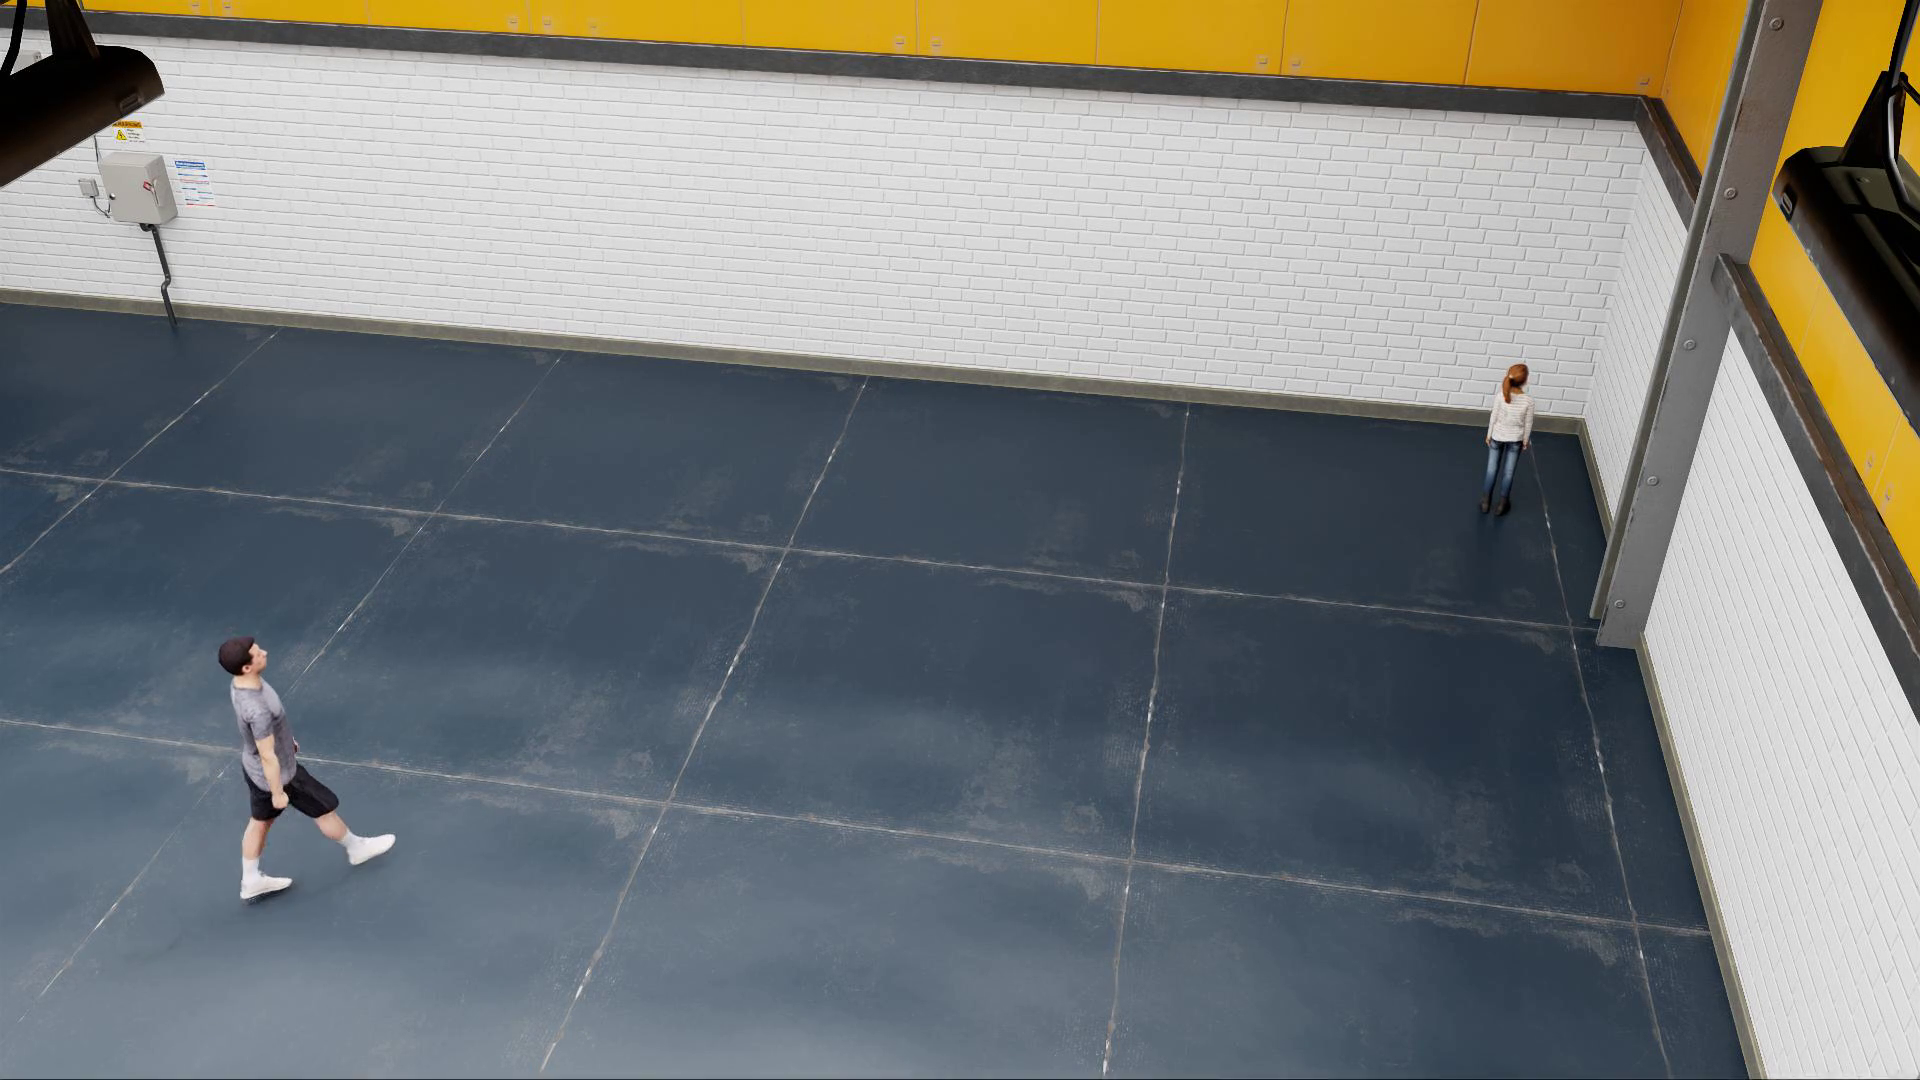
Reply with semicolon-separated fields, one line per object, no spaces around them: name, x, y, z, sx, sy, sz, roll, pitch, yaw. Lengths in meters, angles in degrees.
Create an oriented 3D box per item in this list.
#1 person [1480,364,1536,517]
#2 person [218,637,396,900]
person;4.383;-0.805;13.345;0.513;1.313;0.510;13;36;19
person;-4.069;1.353;9.634;1.212;1.827;1.173;-20;38;-27
